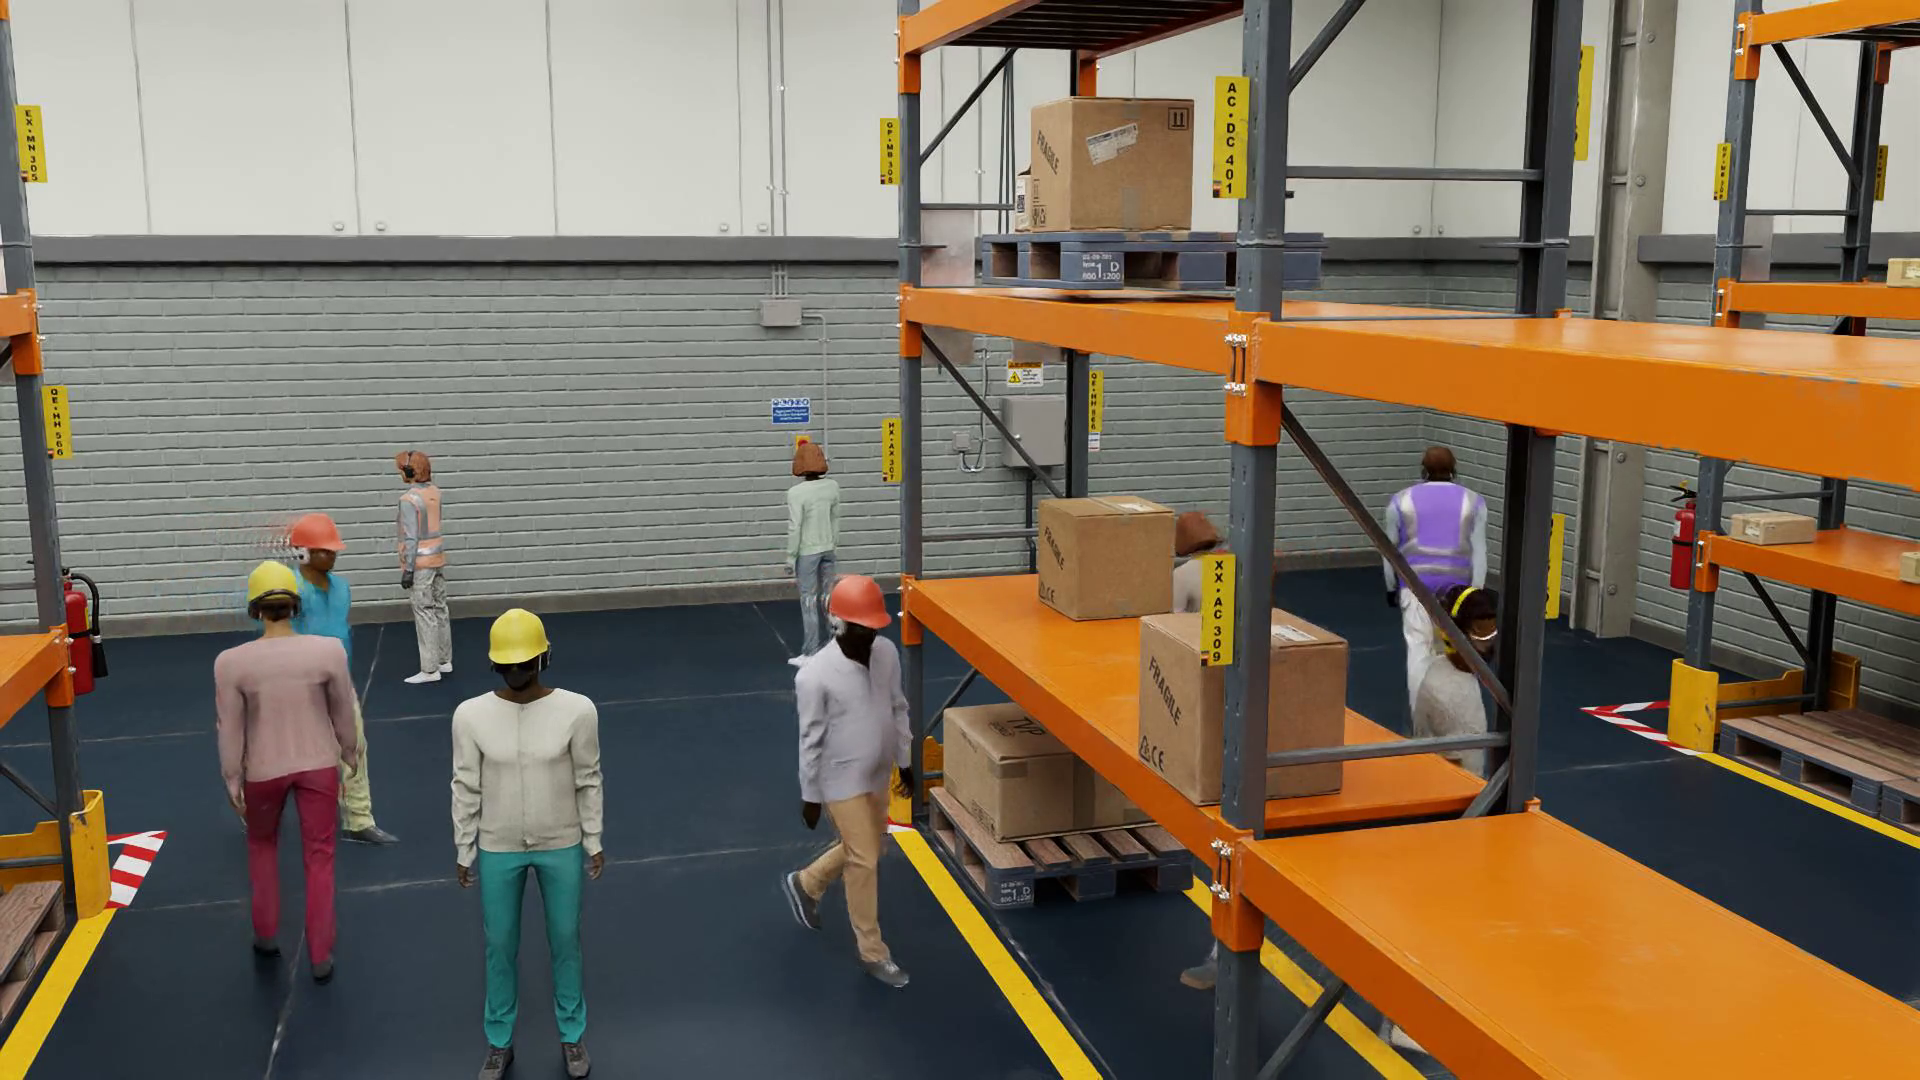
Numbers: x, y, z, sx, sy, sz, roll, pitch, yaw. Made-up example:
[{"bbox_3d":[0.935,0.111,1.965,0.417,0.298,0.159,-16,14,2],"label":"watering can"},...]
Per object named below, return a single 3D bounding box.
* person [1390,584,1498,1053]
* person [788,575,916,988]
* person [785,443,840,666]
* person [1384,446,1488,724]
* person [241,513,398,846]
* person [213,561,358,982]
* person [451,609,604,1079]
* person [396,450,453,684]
[{"bbox_3d":[1.809,1.056,6.128,0.450,1.842,0.528,5,11,25],"label":"person"},{"bbox_3d":[-0.492,0.965,6.993,0.727,1.721,0.598,8,12,37],"label":"person"},{"bbox_3d":[-1.074,0.108,12.120,0.284,1.633,0.497,8,13,39],"label":"person"},{"bbox_3d":[3.033,0.292,10.649,0.629,1.787,1.019,2,10,14],"label":"person"},{"bbox_3d":[-3.306,0.711,8.434,0.772,1.724,0.564,4,11,24],"label":"person"},{"bbox_3d":[-2.825,0.951,7.021,0.546,1.744,0.703,-4,11,-23],"label":"person"},{"bbox_3d":[-1.557,1.111,6.024,0.535,1.767,0.316,-2,10,-11],"label":"person"},{"bbox_3d":[-3.764,0.187,11.647,0.311,1.638,0.521,1,10,6],"label":"person"}]
